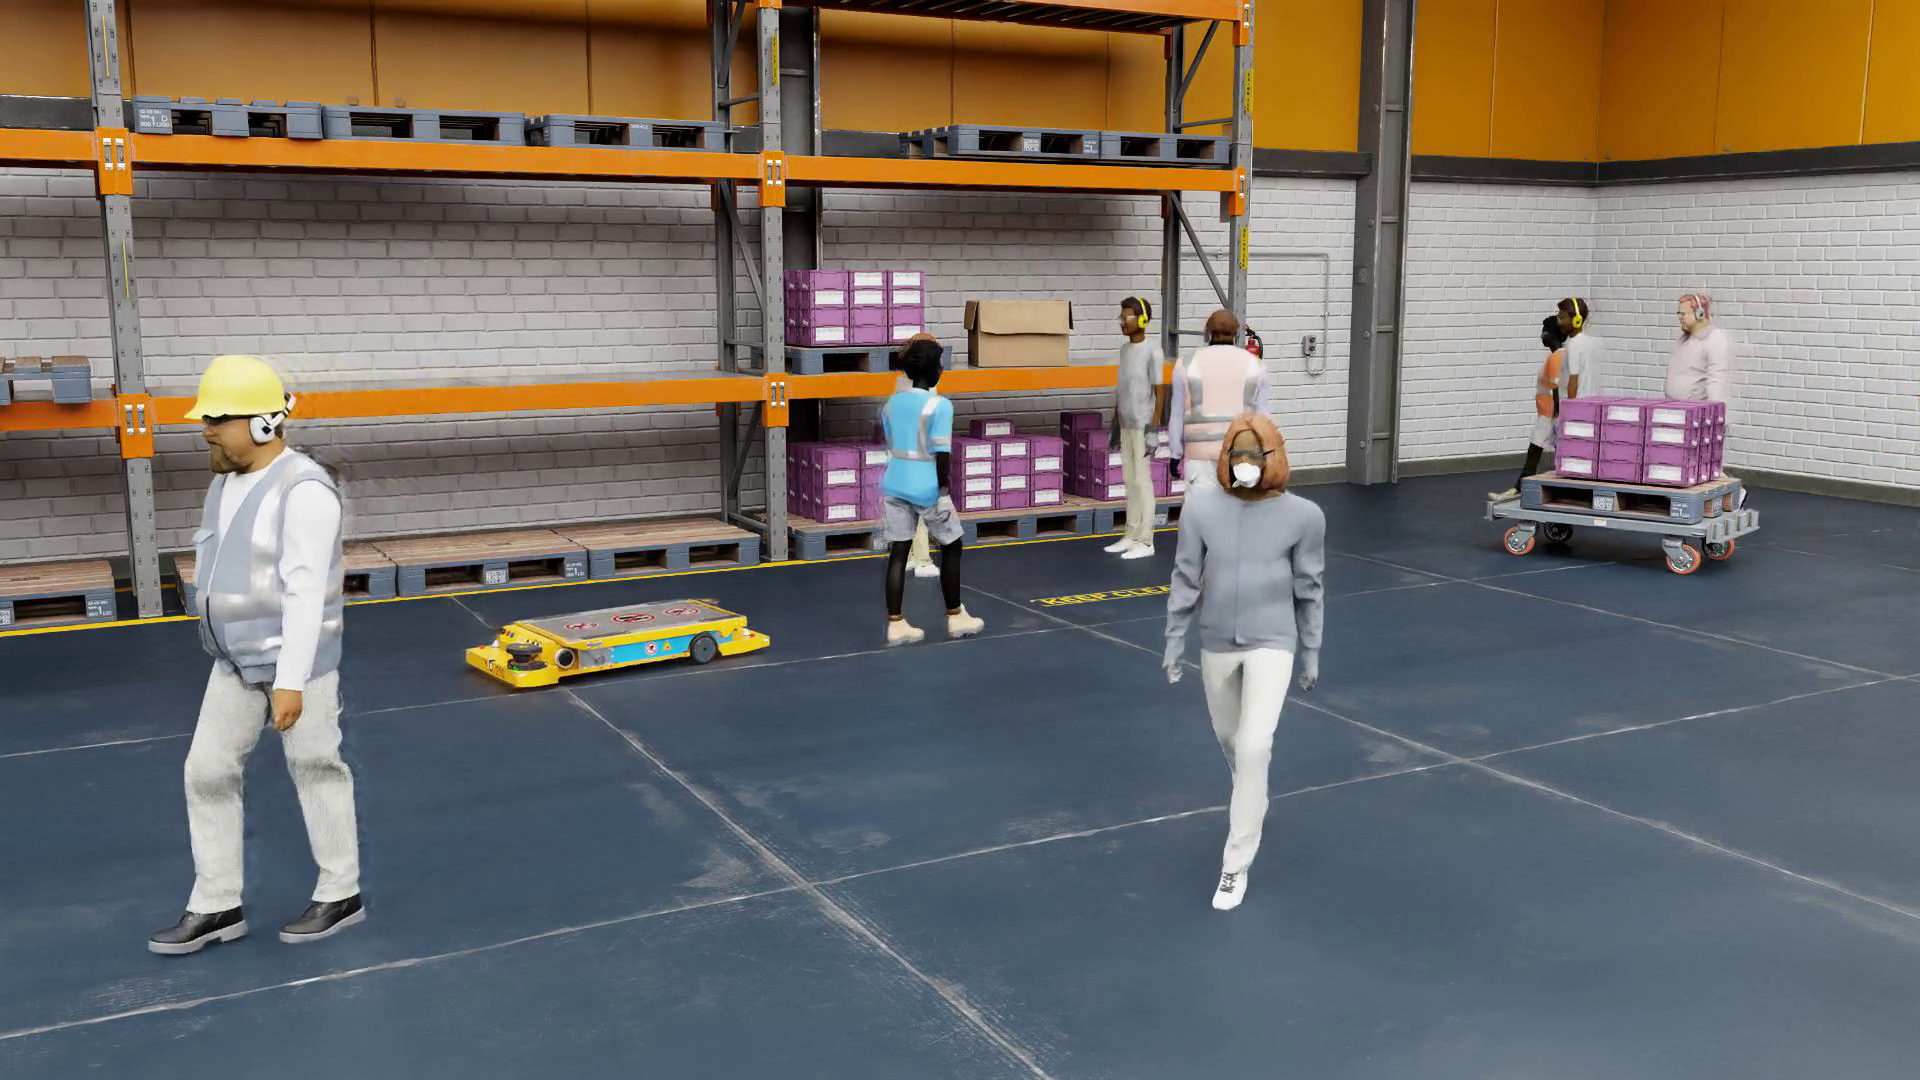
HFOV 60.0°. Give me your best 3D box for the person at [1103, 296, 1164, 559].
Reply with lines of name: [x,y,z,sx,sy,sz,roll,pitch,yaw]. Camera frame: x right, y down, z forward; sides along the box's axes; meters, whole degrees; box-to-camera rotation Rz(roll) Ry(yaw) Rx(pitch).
person: [1.250,-0.802,11.898,0.310,1.872,0.527,-5,10,-27]

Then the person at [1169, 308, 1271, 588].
person: [1.643,-0.546,10.487,0.640,1.817,0.679,0,9,1]

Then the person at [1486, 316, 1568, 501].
person: [4.933,-1.059,14.101,0.776,1.660,0.551,4,10,25]

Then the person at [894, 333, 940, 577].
person: [-0.272,-0.573,11.205,0.280,1.633,0.498,-5,11,-30]

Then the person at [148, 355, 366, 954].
person: [-2.132,0.366,4.951,0.608,1.805,0.724,6,11,34]

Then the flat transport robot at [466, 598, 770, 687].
flat transport robot: [-1.779,0.515,8.720,1.431,0.197,0.652,-7,12,-37]

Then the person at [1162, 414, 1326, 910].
person: [0.981,0.356,5.672,0.508,1.599,0.844,4,10,25]

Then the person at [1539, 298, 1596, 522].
person: [4.939,-1.000,13.205,0.690,1.841,0.536,7,12,37]

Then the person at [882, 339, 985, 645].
person: [-0.145,-0.270,9.211,0.557,1.668,0.709,9,13,44]

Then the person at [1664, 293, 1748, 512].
person: [5.835,-1.003,13.117,0.656,1.875,0.650,-1,9,-6]
